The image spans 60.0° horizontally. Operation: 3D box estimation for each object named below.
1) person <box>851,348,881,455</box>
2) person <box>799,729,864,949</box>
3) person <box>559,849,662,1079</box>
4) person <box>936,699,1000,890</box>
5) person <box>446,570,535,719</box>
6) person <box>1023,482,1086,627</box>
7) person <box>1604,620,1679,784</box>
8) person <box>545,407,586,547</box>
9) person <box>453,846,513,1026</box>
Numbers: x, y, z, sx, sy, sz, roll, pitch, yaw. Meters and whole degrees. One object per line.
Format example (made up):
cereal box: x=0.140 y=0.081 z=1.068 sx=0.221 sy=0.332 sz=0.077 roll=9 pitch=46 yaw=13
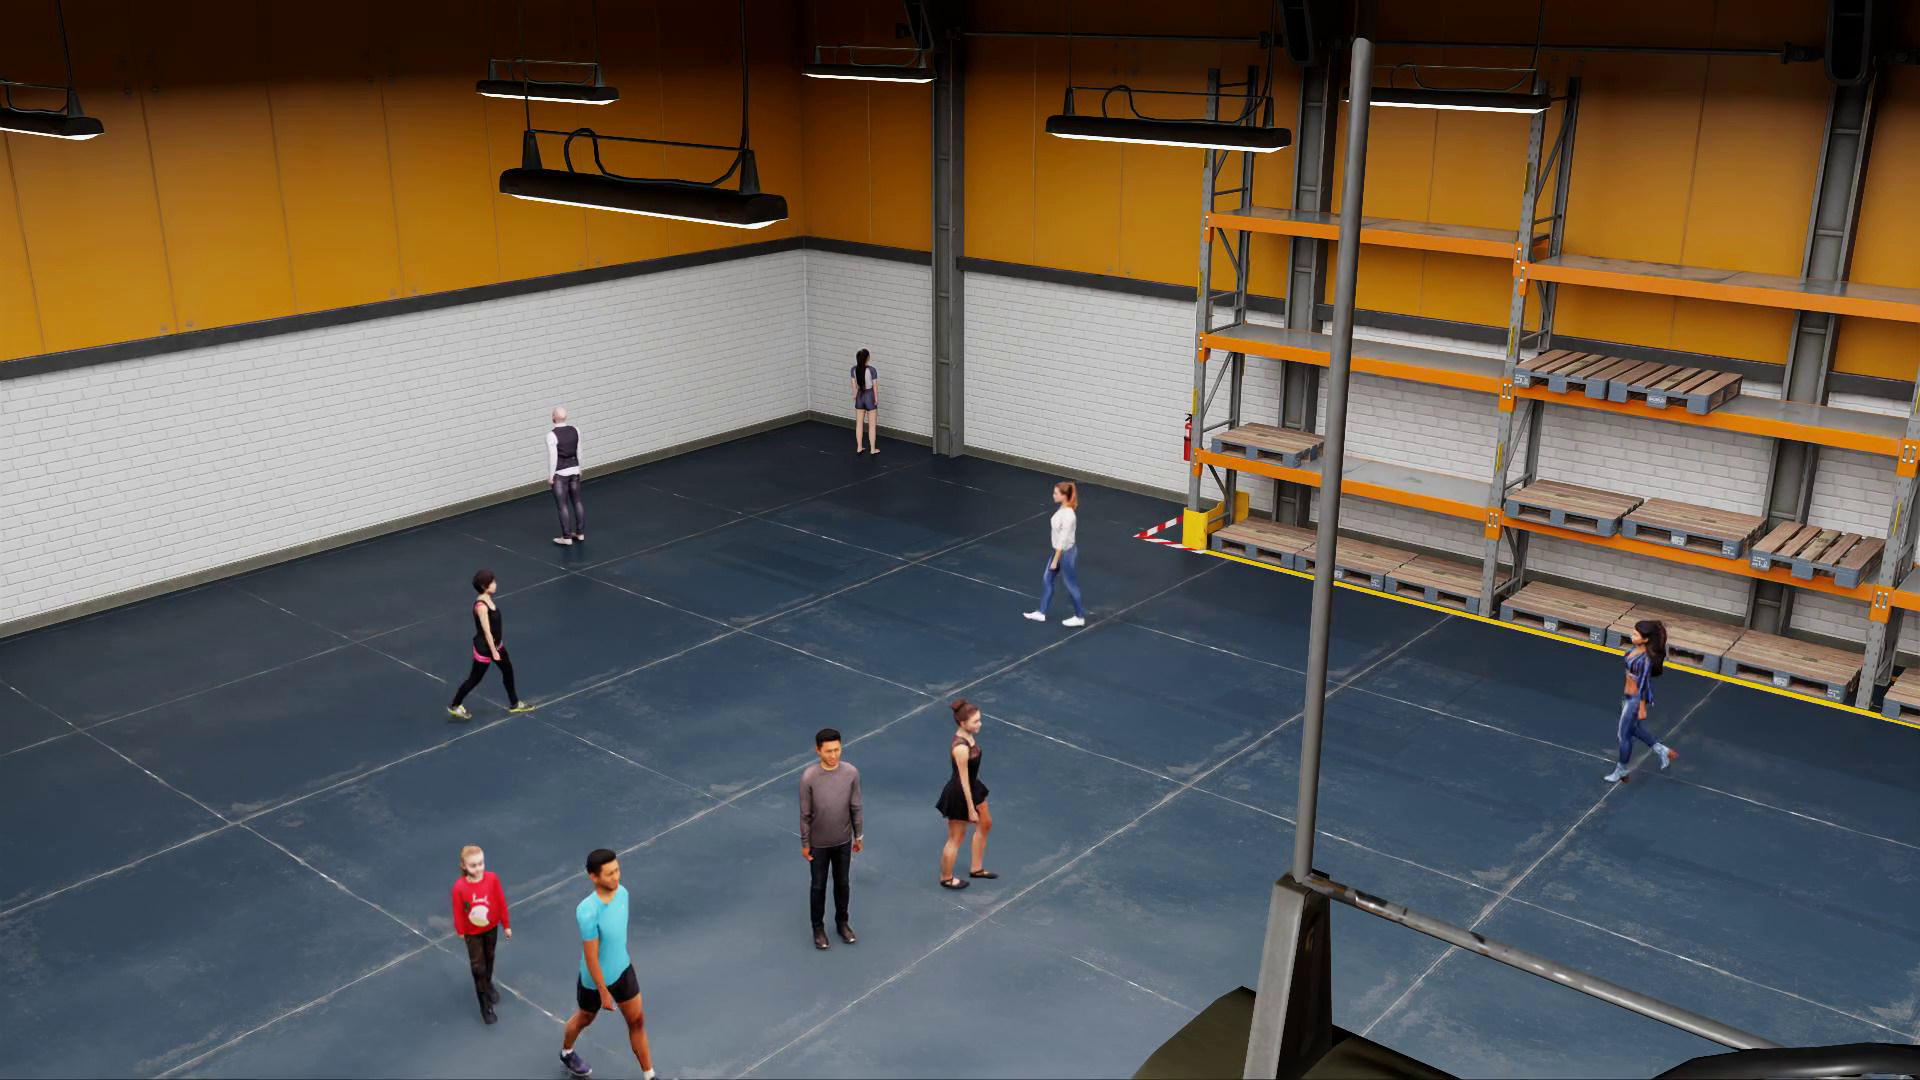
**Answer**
person: x=-1.458 y=-2.152 z=25.717 sx=0.559 sy=1.650 sz=0.711 roll=8 pitch=20 yaw=22
person: x=-0.982 y=2.229 z=12.525 sx=0.705 sy=1.766 sz=0.716 roll=-9 pitch=21 yaw=-25
person: x=-2.390 y=2.822 z=10.827 sx=1.220 sy=1.727 sz=0.762 roll=10 pitch=21 yaw=27
person: x=-0.059 y=2.038 z=13.253 sx=0.859 sy=1.664 sz=0.782 roll=2 pitch=19 yaw=6
person: x=-4.737 y=1.066 z=16.379 sx=1.065 sy=1.512 sz=0.980 roll=-1 pitch=19 yaw=-3
person: x=1.265 y=0.178 z=18.724 sx=1.030 sy=1.697 sz=0.954 roll=-1 pitch=19 yaw=-2
person: x=6.190 y=1.470 z=15.042 sx=0.958 sy=1.599 sz=0.829 roll=4 pitch=19 yaw=10
person: x=-5.114 y=-0.840 z=21.551 sx=0.578 sy=1.823 sz=0.683 roll=14 pitch=23 yaw=36
person: x=-3.423 y=2.732 z=11.824 sx=0.611 sy=1.261 sz=0.800 roll=-13 pitch=23 yaw=-35
